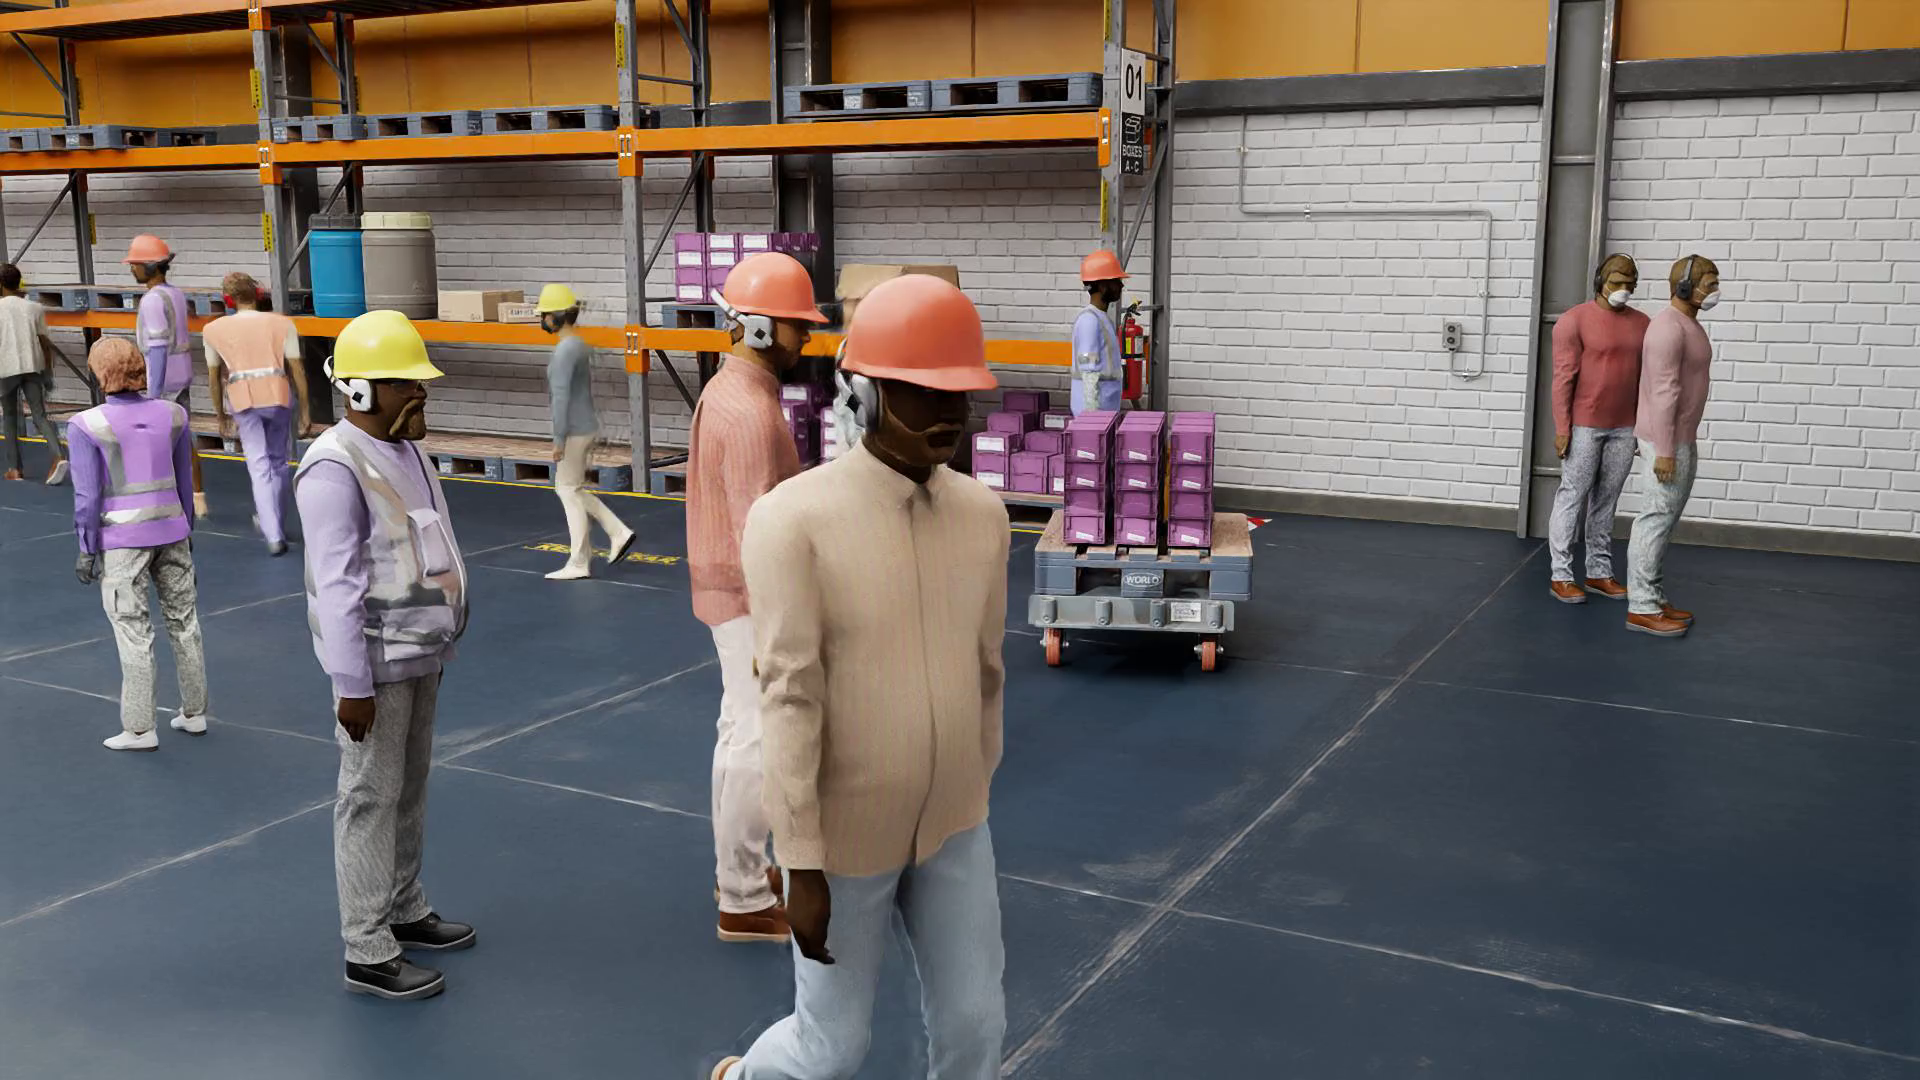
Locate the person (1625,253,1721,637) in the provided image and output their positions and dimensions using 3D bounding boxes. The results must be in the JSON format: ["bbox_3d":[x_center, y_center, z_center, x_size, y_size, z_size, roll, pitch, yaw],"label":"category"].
[{"bbox_3d":[3.649,-0.488,8.530,0.355,1.936,0.635,6,12,31],"label":"person"}]

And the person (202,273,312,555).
[{"bbox_3d":[-4.543,-0.826,10.784,0.589,1.788,0.919,-6,12,-29],"label":"person"}]

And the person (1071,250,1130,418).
[{"bbox_3d":[0.853,-0.792,10.183,0.343,1.942,0.552,2,10,9],"label":"person"}]

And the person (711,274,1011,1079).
[{"bbox_3d":[-0.171,0.490,3.097,0.605,1.964,0.801,-8,13,-37],"label":"person"}]

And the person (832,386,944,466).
[{"bbox_3d":[-0.287,-0.083,6.875,0.485,1.735,0.337,4,11,21],"label":"person"}]

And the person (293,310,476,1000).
[{"bbox_3d":[-1.532,0.301,4.495,0.403,1.829,0.601,0,10,1],"label":"person"}]

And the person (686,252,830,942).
[{"bbox_3d":[-0.572,0.175,4.788,0.410,1.982,0.626,-2,11,-13],"label":"person"}]

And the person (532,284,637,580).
[{"bbox_3d":[-2.252,-0.626,9.804,0.475,1.756,0.534,-1,10,-4],"label":"person"}]

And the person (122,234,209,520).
[{"bbox_3d":[-5.607,-1.113,11.688,0.387,2.041,0.622,-1,10,-8],"label":"person"}]

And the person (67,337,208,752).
[{"bbox_3d":[-3.240,0.021,6.566,0.314,1.636,0.514,6,12,30],"label":"person"}]

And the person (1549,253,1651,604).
[{"bbox_3d":[3.562,-0.616,9.249,0.627,1.934,0.370,-4,11,-19],"label":"person"}]

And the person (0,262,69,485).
[{"bbox_3d":[-7.679,-1.353,13.646,0.948,1.820,0.555,9,13,40],"label":"person"}]
